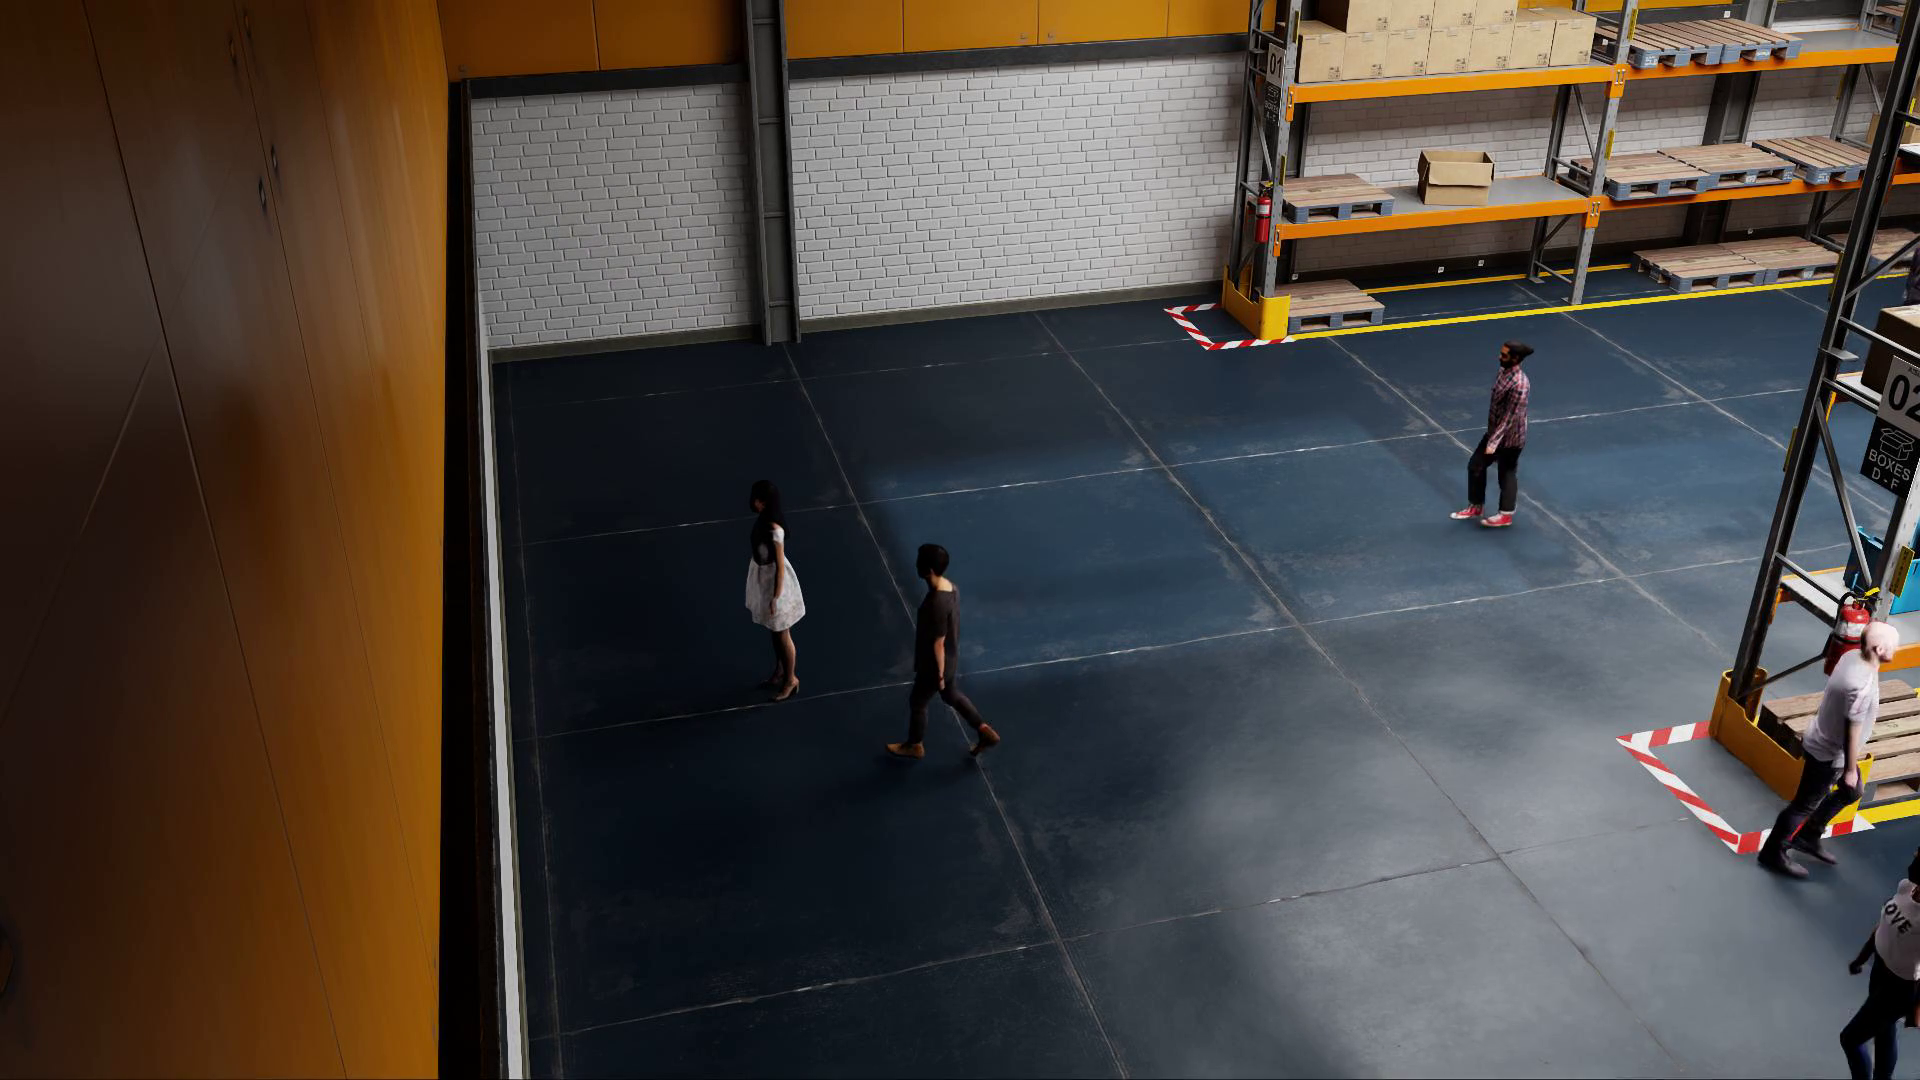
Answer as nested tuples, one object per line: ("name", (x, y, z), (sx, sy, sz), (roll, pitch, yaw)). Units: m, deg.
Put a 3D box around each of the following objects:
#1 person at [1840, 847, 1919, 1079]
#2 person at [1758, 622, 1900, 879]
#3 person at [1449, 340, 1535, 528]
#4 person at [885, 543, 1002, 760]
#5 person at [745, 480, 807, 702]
("person", (4.909, 2.298, 8.559), (0.742, 1.763, 0.702), (6, 29, 12))
("person", (5.351, 1.278, 10.379), (0.920, 1.812, 0.856), (20, 34, 31))
("person", (4.808, -0.905, 14.454), (0.807, 1.741, 0.736), (-4, 29, -6))
("person", (-0.077, 0.802, 11.372), (1.141, 1.696, 0.942), (7, 29, 13))
("person", (-1.362, 0.365, 12.093), (0.632, 1.773, 0.649), (-9, 30, -16))
